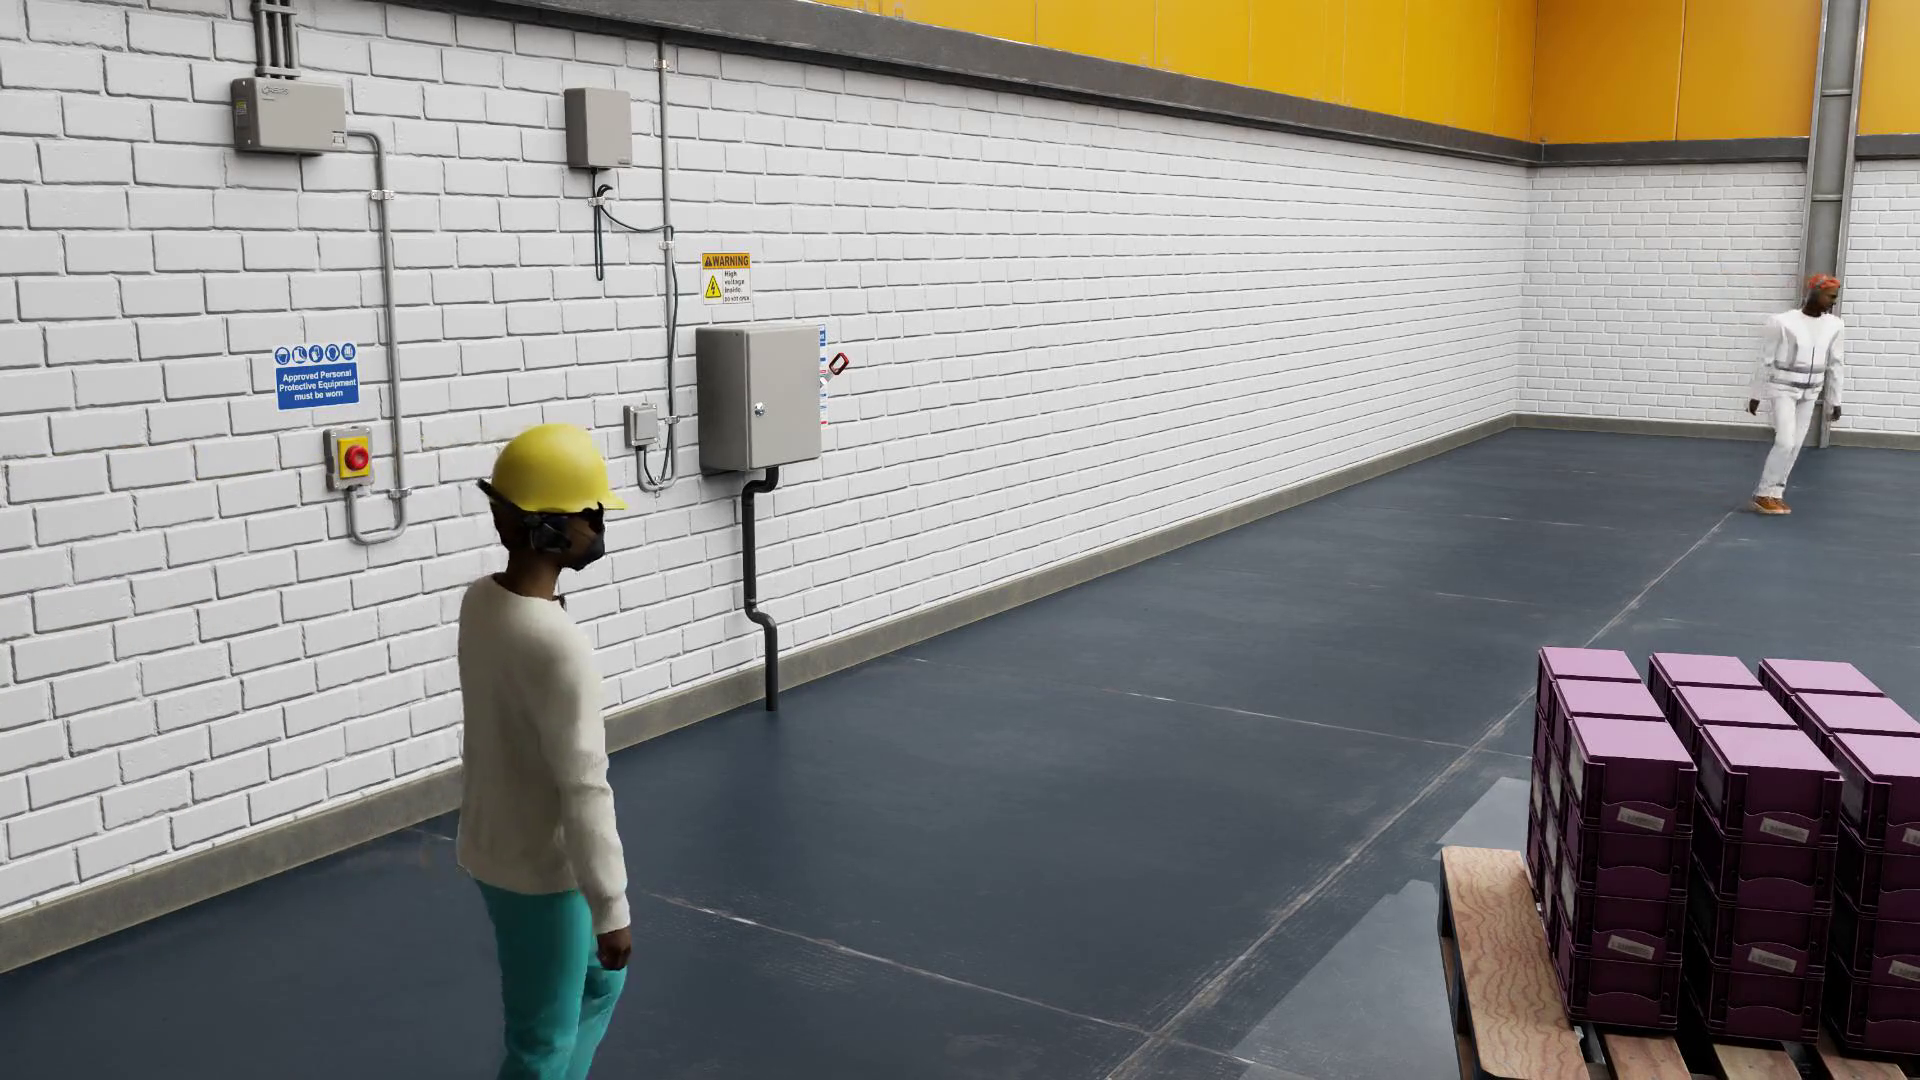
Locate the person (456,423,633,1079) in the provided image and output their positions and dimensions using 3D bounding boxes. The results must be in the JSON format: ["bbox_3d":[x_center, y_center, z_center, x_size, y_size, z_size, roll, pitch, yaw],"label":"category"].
[{"bbox_3d":[-0.789,0.640,3.318,0.497,1.747,0.556,-7,12,-32],"label":"person"}]

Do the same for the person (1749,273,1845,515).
[{"bbox_3d":[6.361,-1.098,12.669,0.596,1.847,0.538,-2,10,-8],"label":"person"}]
